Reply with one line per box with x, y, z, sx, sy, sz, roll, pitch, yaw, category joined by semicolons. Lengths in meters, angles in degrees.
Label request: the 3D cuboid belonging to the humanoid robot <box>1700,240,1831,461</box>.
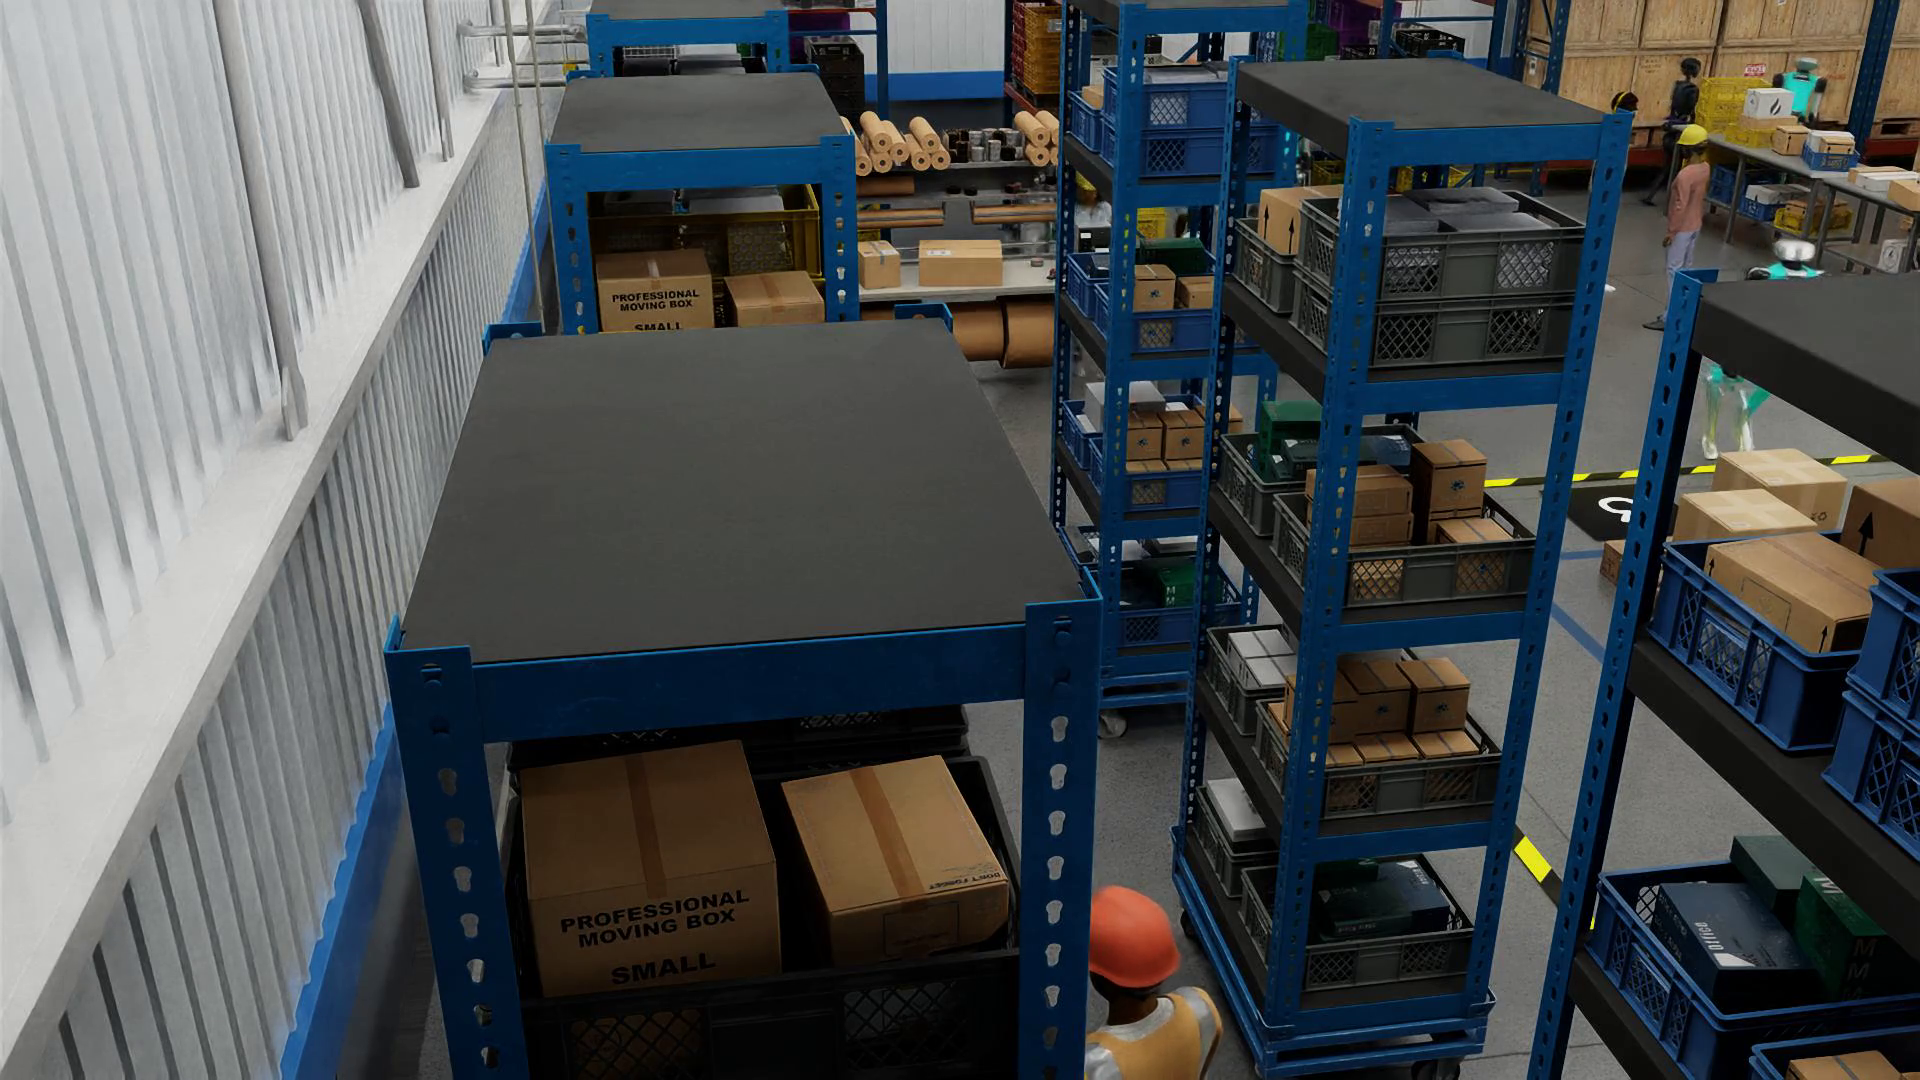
5.367;-1.255;11.291;0.541;1.746;0.940;1;25;2;humanoid robot

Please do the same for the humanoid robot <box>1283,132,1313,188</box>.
3.092;-3.243;15.589;0.532;1.770;0.792;-3;25;-8;humanoid robot

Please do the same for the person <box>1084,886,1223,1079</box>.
0.425;1.754;4.487;0.543;1.940;0.348;-21;32;-38;person

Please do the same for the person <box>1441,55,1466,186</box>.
5.097;-4.186;17.528;0.343;1.838;0.499;-15;29;-29;person

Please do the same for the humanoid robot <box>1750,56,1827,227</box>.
8.725;-4.165;17.632;0.530;1.763;0.940;14;28;27;humanoid robot

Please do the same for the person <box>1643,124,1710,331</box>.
6.203;-2.683;14.339;0.323;1.765;0.532;22;32;39;person

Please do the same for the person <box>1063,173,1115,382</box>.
1.011;-2.060;13.041;0.483;1.717;0.718;-5;25;-11;person

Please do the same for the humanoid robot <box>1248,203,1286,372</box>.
2.490;-2.165;13.330;0.589;1.630;0.513;-22;32;-39;humanoid robot

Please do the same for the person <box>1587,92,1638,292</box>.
5.960;-3.182;15.310;0.517;1.865;0.328;-20;32;-37;person

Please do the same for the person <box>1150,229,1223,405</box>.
1.467;-1.101;10.805;0.587;1.846;0.405;-1;25;-2;person

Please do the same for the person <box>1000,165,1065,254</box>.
0.639;-2.633;14.144;0.627;1.841;0.454;-19;31;-35;person

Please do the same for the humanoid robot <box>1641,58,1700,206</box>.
7.984;-4.498;18.447;0.574;1.664;0.600;-1;25;-1;humanoid robot

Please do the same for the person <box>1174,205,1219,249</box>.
2.272;-3.466;15.770;0.619;1.996;1.014;-2;25;-5;person
